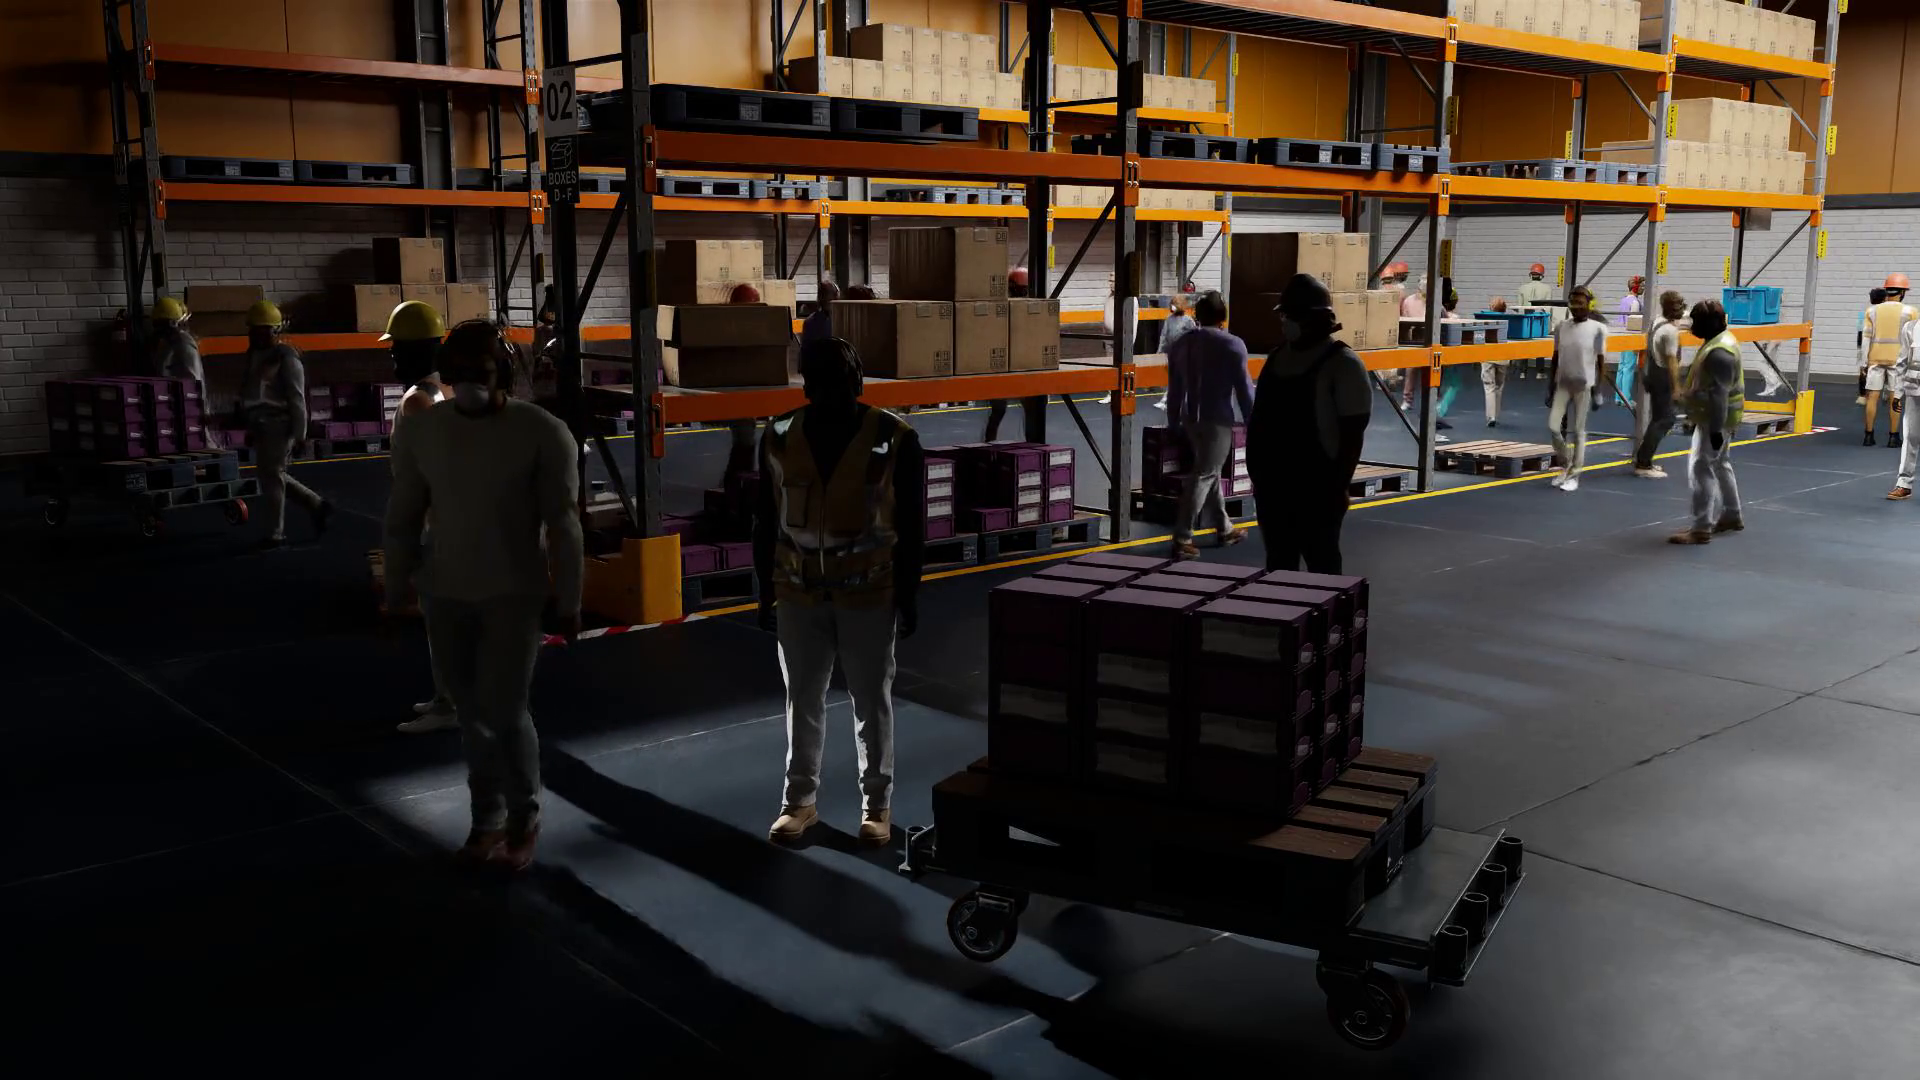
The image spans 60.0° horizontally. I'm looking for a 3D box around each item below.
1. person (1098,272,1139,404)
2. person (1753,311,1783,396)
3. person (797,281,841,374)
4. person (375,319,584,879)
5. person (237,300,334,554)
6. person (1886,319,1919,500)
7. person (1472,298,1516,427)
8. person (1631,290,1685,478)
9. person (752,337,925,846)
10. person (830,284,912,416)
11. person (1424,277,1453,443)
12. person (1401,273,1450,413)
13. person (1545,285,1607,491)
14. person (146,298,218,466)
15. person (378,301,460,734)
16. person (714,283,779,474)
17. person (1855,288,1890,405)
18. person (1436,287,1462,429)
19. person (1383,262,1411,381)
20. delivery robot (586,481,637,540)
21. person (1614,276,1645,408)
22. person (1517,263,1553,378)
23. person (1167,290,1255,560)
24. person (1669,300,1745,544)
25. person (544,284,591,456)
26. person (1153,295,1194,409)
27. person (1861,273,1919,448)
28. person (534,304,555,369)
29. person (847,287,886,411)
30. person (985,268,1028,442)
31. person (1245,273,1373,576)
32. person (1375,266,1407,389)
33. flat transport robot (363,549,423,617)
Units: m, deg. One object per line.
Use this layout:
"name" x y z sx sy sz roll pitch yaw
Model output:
"person" 2.248 -2.877 23.777 0.399 1.907 0.644 -7 12 -34
"person" 12.245 -2.975 25.186 0.374 1.627 0.530 6 11 32
"person" -1.225 -1.494 15.736 0.690 1.883 0.828 4 10 20
"person" -1.620 0.212 5.652 0.668 1.910 0.544 2 10 11
"person" -4.909 -0.832 12.060 0.587 1.813 0.705 8 13 39
"person" 8.353 -1.253 14.332 0.337 1.882 0.584 -8 13 -39
"person" 6.705 -2.224 20.856 0.527 1.603 0.838 1 10 7
"person" 6.688 -1.467 15.832 0.392 1.803 0.626 2 10 11
"person" -0.448 0.192 5.999 0.634 1.841 0.429 2 10 10
"person" -0.745 -1.194 13.968 0.654 1.891 0.562 2 10 11
"person" 5.447 -2.079 19.068 0.393 1.920 0.591 2 10 12
"person" 6.347 -2.701 22.774 0.657 1.905 0.401 6 11 31
"person" 5.545 -1.358 15.042 0.548 1.850 0.385 9 13 41
"person" -6.715 -1.171 14.194 0.969 1.771 0.587 -6 12 -33
"person" -2.372 -0.098 7.443 0.364 1.928 0.586 -1 10 -4
"person" -1.662 -1.098 13.392 0.886 1.901 0.571 -9 13 -44
"person" 12.997 -2.738 23.597 0.543 1.681 0.628 1 10 6
"person" 5.919 -2.211 20.307 0.417 1.748 0.556 -4 11 -24
"person" 7.403 -3.708 28.277 0.505 2.028 0.652 -1 10 -5
"delivery robot" -2.518 -0.167 11.587 0.477 0.478 0.707 8 13 39
"person" 9.416 -2.780 23.385 0.385 1.845 0.569 1 10 4
"person" 10.009 -3.806 28.958 0.611 1.995 0.375 6 11 32
"person" 1.775 -0.824 11.825 1.023 1.891 0.632 -9 13 -41
"person" 5.649 -0.880 12.449 0.525 1.799 0.787 4 11 23
"person" -3.999 -1.625 16.607 0.389 1.852 0.548 -3 10 -17
"person" 3.039 -2.620 23.223 0.878 1.587 0.495 -7 12 -34
"person" 10.353 -1.996 18.535 0.550 1.933 0.375 9 13 42
"person" -4.477 -1.786 18.220 0.499 1.629 0.271 9 13 43
"person" -0.767 -1.053 13.162 0.355 1.885 0.574 -8 12 -38
"person" 0.603 -1.618 16.103 0.966 1.998 0.633 -7 12 -34
"person" 1.715 -0.335 8.502 0.536 2.000 0.673 -6 12 -33
"person" 6.773 -3.342 26.330 0.625 1.966 0.816 2 10 11
"flat transport robot" -3.304 0.242 10.298 0.652 0.197 1.431 -4 11 -23
